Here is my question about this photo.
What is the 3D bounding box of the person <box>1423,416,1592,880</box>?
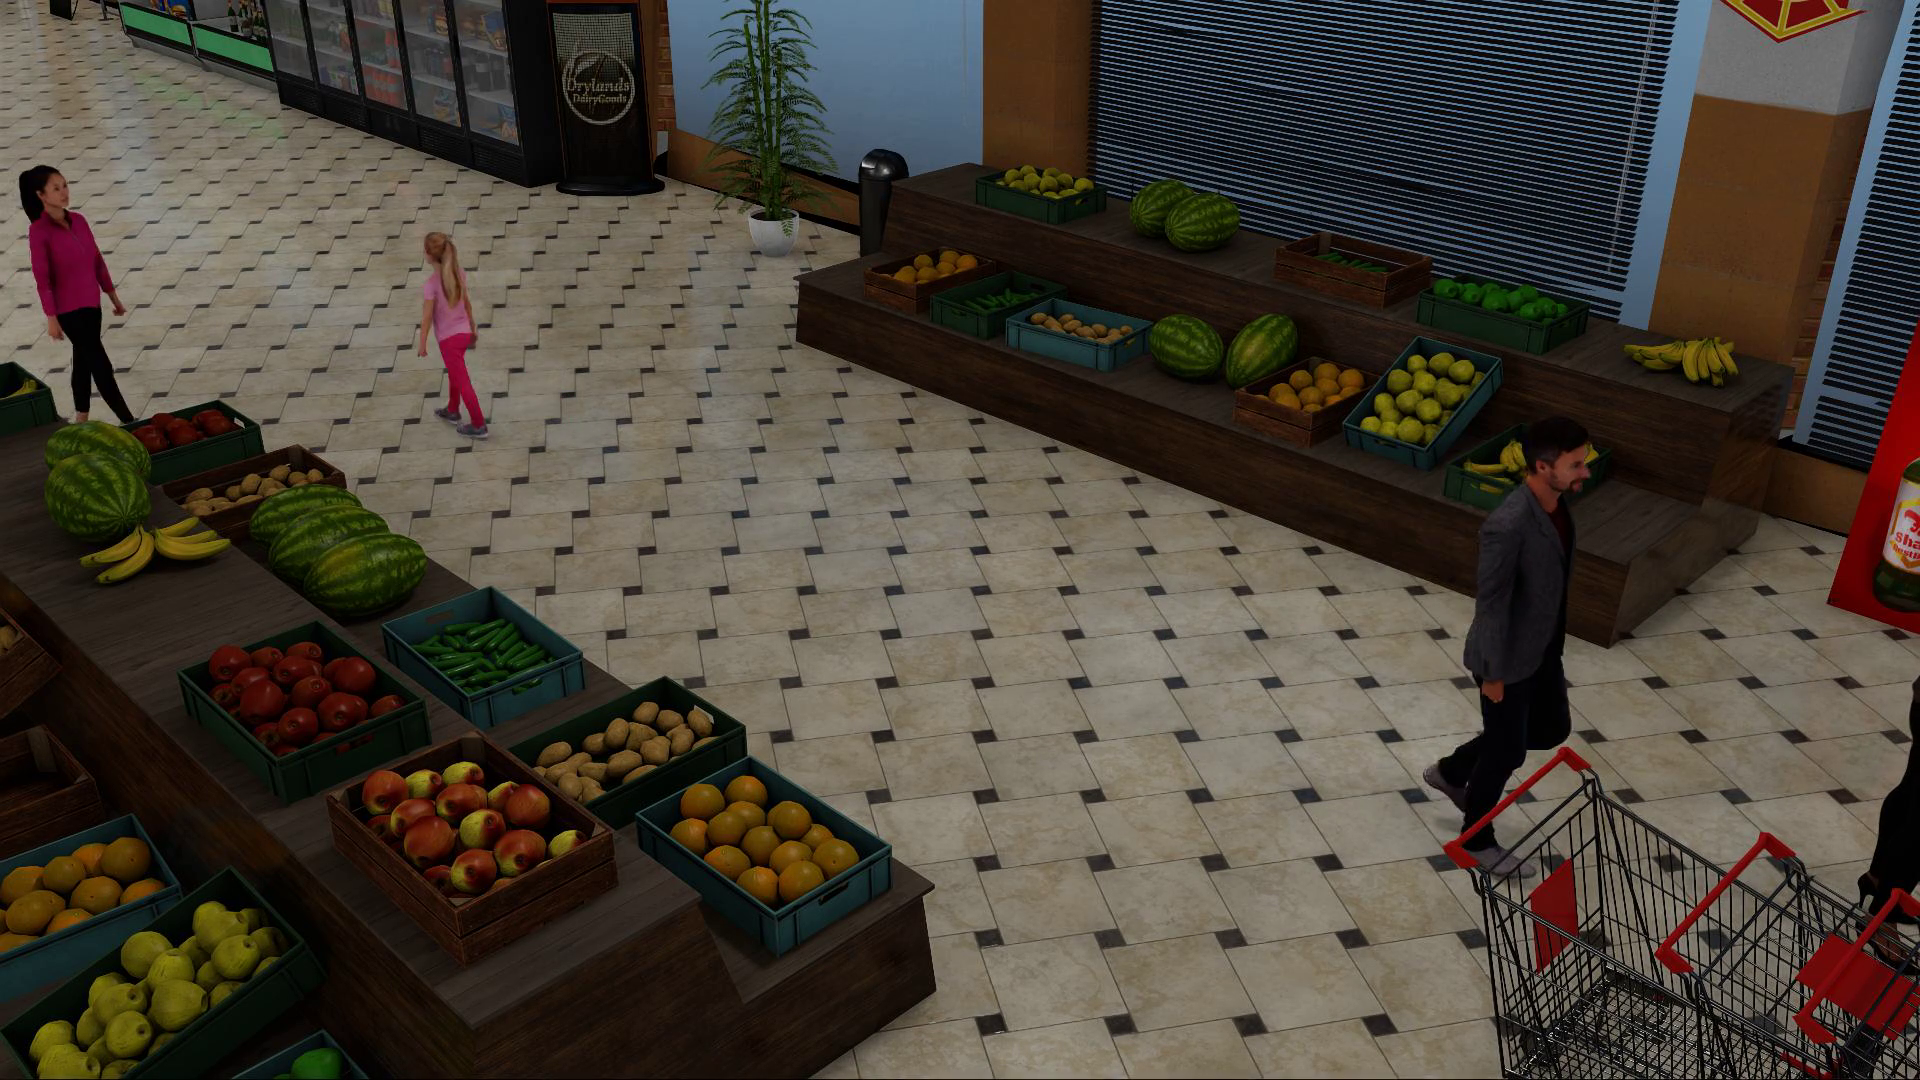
[{"bbox_3d":[1.973,0.386,6.134,0.797,1.852,0.725,19,33,33],"label":"person"}]

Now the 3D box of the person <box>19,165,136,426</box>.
[{"bbox_3d":[-5.251,-1.348,9.744,1.033,1.679,0.905,5,27,9],"label":"person"}]

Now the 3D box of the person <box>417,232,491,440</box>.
[{"bbox_3d":[-2.980,-1.206,9.932,0.793,1.256,0.637,12,29,21],"label":"person"}]

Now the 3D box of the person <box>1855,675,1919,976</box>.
[{"bbox_3d":[3.384,0.624,5.676,0.679,1.841,0.704,15,31,27],"label":"person"}]
